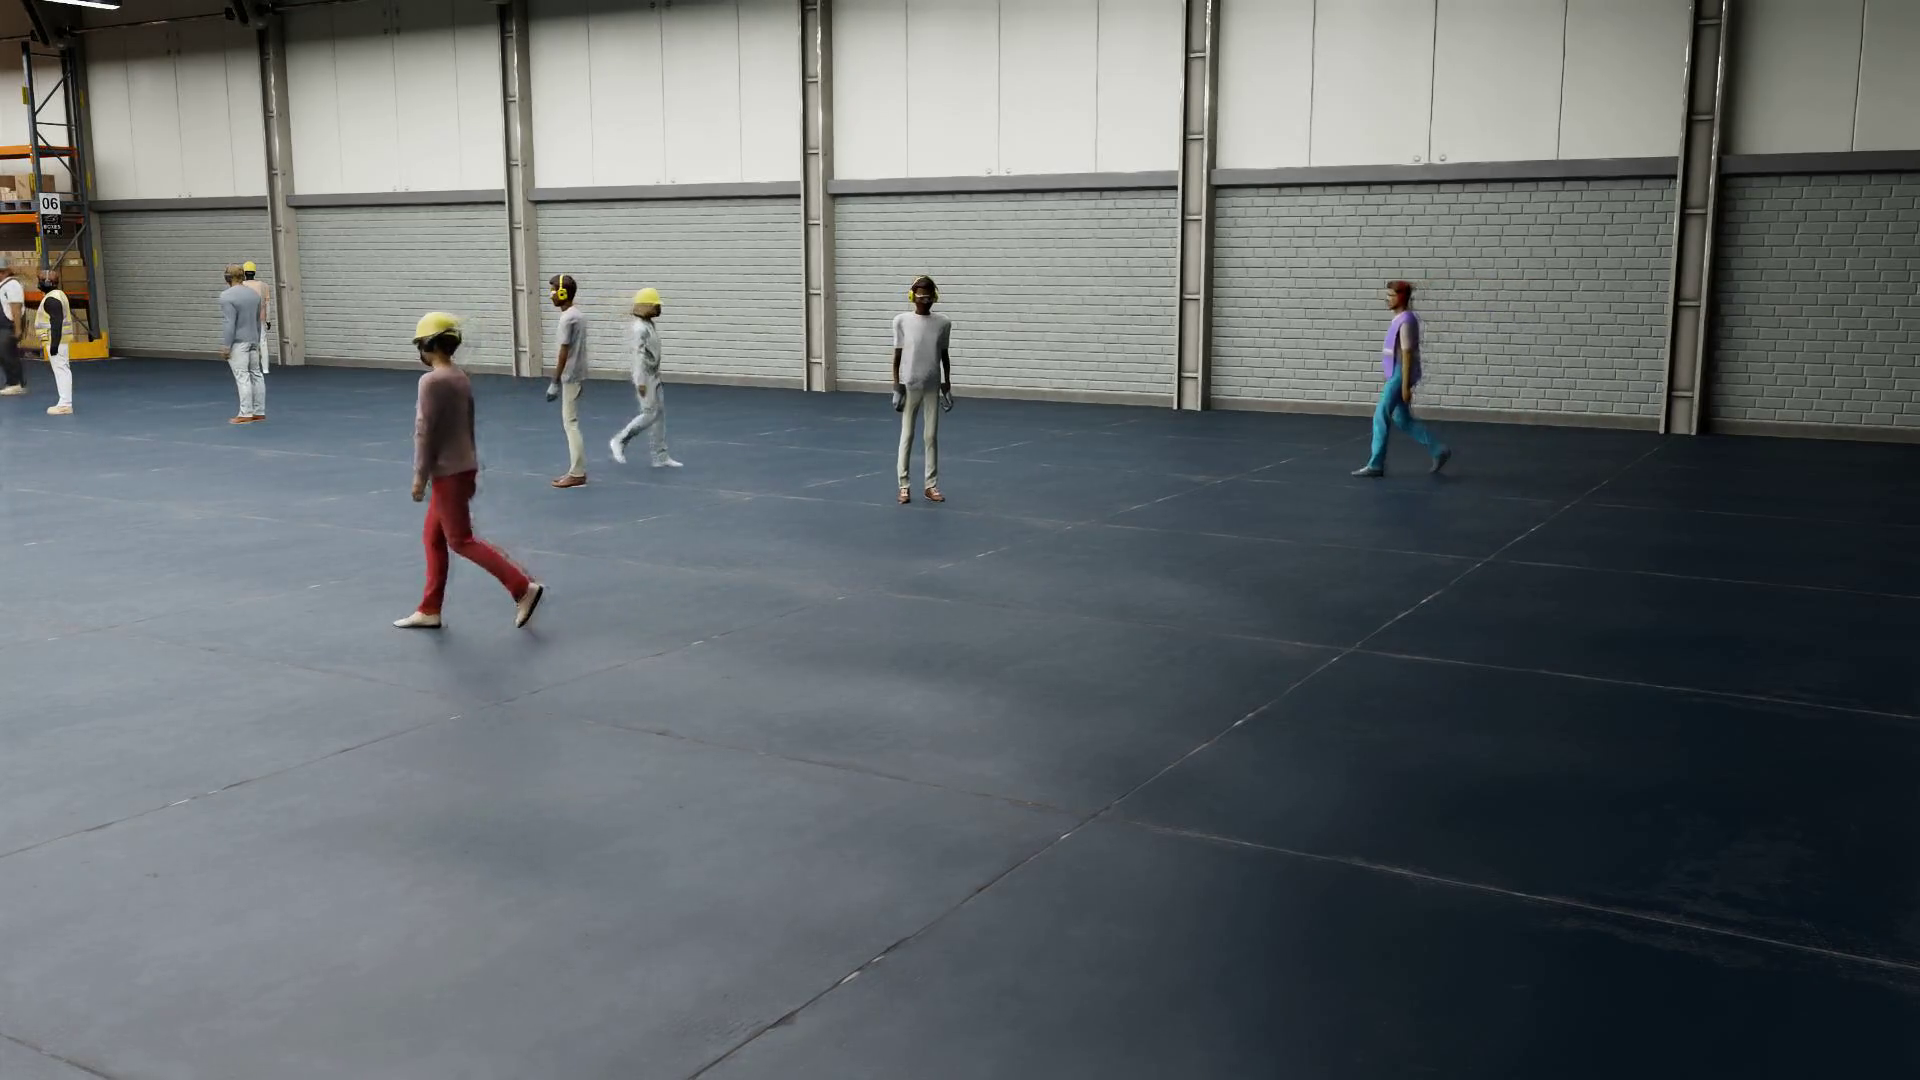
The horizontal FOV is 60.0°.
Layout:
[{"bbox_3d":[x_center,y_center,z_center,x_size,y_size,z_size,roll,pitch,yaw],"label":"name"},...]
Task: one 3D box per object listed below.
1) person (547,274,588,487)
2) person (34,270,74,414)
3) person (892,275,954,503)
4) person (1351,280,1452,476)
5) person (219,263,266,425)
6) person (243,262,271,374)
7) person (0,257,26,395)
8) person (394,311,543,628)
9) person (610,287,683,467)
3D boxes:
[{"bbox_3d":[-3.447,-1.384,14.590,0.359,1.861,0.536,-1,10,-4],"label":"person"},{"bbox_3d":[-11.639,-2.538,21.382,0.430,1.845,0.621,-4,11,-23],"label":"person"},{"bbox_3d":[-0.300,-1.235,13.692,0.521,1.865,0.336,-2,10,-14],"label":"person"},{"bbox_3d":[4.072,-1.468,15.202,0.831,1.817,0.573,3,10,15],"label":"person"},{"bbox_3d":[-8.644,-2.353,20.022,0.375,1.936,0.628,3,10,15],"label":"person"},{"bbox_3d":[-12.070,-3.777,28.386,0.589,1.927,0.369,-7,12,-36],"label":"person"},{"bbox_3d":[-13.871,-3.100,24.092,0.593,2.000,0.714,-10,14,-44],"label":"person"},{"bbox_3d":[-2.672,-0.363,8.959,0.791,1.728,0.529,0,10,2],"label":"person"},{"bbox_3d":[-2.998,-1.539,15.862,0.601,1.729,0.503,1,10,4],"label":"person"}]
